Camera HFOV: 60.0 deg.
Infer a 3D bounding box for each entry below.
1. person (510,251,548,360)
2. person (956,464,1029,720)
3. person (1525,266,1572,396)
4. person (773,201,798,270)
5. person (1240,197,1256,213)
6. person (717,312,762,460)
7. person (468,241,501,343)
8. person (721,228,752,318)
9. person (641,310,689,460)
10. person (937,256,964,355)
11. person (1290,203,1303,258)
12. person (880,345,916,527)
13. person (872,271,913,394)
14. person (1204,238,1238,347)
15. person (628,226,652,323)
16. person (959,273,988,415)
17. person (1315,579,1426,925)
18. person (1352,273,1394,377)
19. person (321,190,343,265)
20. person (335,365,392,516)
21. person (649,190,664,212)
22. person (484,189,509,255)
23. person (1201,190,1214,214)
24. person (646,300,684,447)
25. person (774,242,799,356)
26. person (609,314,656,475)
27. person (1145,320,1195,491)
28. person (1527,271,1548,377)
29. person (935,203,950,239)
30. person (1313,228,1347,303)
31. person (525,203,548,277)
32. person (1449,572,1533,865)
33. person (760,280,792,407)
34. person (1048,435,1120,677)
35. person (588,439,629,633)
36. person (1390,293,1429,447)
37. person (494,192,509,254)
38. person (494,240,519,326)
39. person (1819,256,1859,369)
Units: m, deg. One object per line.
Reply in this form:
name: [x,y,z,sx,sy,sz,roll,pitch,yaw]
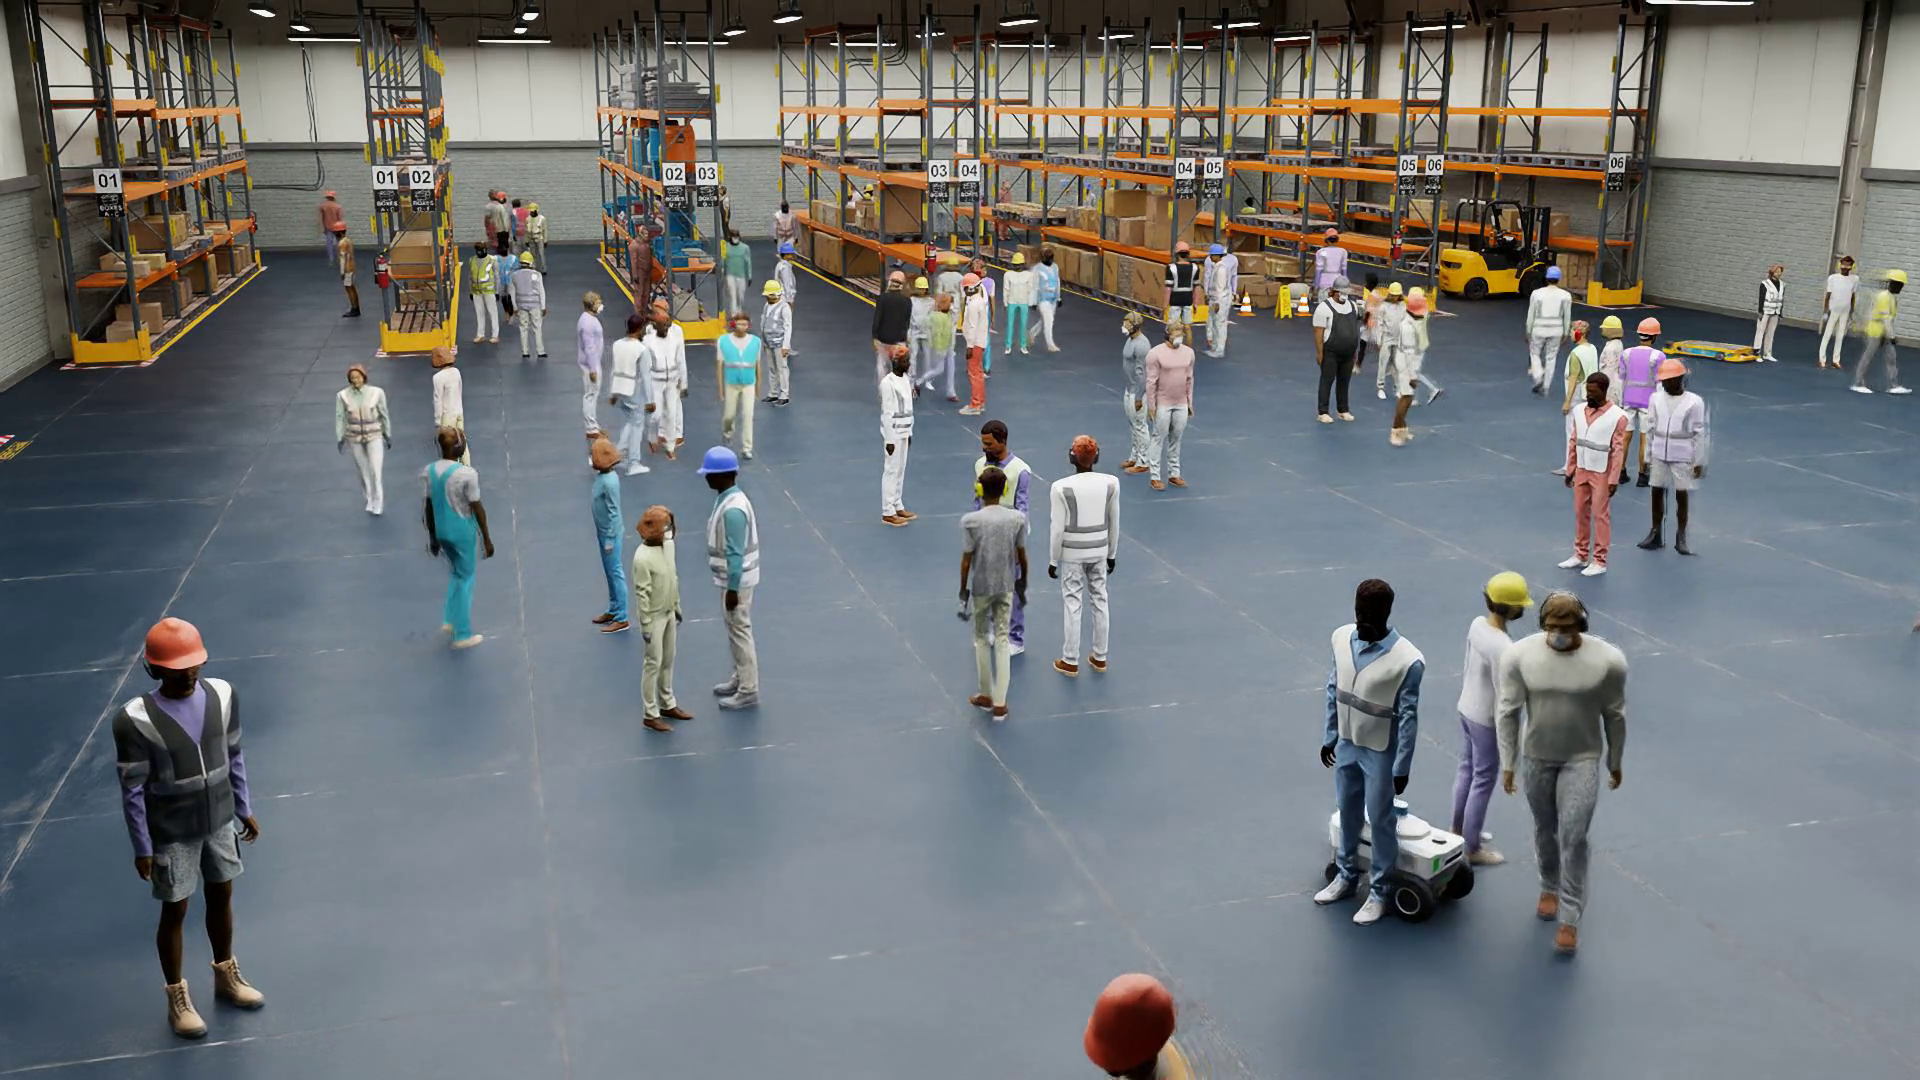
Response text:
person: [-7.336,-3.990,28.347,0.586,1.835,0.403,1,15,5]
person: [0.230,0.367,11.917,0.561,1.854,0.525,-4,16,-16]
person: [8.800,-3.123,24.887,0.649,1.932,0.443,3,15,12]
person: [-4.457,-7.764,42.579,0.632,1.828,0.557,-1,15,-5]
person: [8.019,-8.702,46.379,0.422,1.681,0.615,-12,19,-39]
person: [-2.745,-1.938,20.654,0.574,1.822,0.678,-5,16,-17]
person: [-8.675,-4.514,30.305,0.633,1.842,0.429,3,15,13]
person: [-4.437,-5.198,32.783,0.633,1.912,0.821,-5,16,-17]
person: [-3.653,-1.900,20.425,0.616,1.866,0.418,-9,17,-31]
person: [-0.103,-4.103,29.016,0.494,1.701,0.891,5,16,18]
person: [8.791,-7.858,43.056,0.349,1.761,0.528,-10,18,-32]
person: [-0.652,-1.096,17.362,0.337,1.882,0.584,5,16,17]
person: [-0.995,-2.928,24.188,0.656,1.922,0.872,-5,16,-18]
person: [4.675,-4.443,29.852,0.634,1.937,0.355,-3,15,-11]
person: [-6.317,-5.290,33.132,0.401,1.896,0.650,5,16,18]
person: [0.189,-2.770,23.481,0.409,1.981,0.626,2,15,9]
person: [2.215,1.129,8.991,0.397,1.888,0.587,-10,18,-34]
person: [6.675,-3.446,26.641,0.851,1.658,0.529,3,15,13]
person: [-16.821,-8.411,44.763,0.615,1.950,0.981,0,15,0]
person: [-6.347,-1.043,17.671,0.545,1.604,0.795,-3,15,-9]
person: [-8.353,-8.758,46.138,0.593,1.917,0.397,11,19,36]
person: [-12.411,-8.413,44.596,0.763,2.000,0.692,8,17,27]
person: [7.379,-9.588,49.272,0.609,1.921,0.754,-14,20,-42]
person: [-3.771,-2.129,21.263,0.578,1.879,0.347,8,17,28]
person: [-3.014,-4.167,28.795,0.405,1.948,0.605,-4,16,-16]
person: [-3.879,-1.713,19.668,0.656,1.894,0.450,12,19,38]
person: [2.395,-1.536,18.914,0.632,1.940,0.372,-8,17,-26]
person: [9.328,-3.466,26.657,0.323,1.689,0.546,12,19,38]
person: [-0.549,-10.368,52.755,0.503,1.628,0.279,8,17,26]
person: [6.825,-4.736,30.758,0.615,2.038,0.395,-3,15,-11]
person: [-10.607,-7.510,41.621,0.598,1.824,0.403,4,15,15]
person: [3.068,1.020,9.639,0.336,1.765,0.539,-1,15,-3]
person: [-2.675,-2.847,24.069,0.403,1.823,0.588,-12,19,-39]
person: [0.945,0.122,12.783,0.574,1.882,0.356,-6,16,-20]
person: [-2.943,-0.043,13.888,0.268,1.634,0.511,-6,16,-21]
person: [5.785,-2.193,21.327,0.371,1.993,0.731,6,16,20]
person: [-11.930,-8.079,43.425,0.379,1.996,0.611,-11,18,-36]
person: [-8.960,-5.102,32.852,0.539,1.682,0.758,-2,15,-7]
person: [14.451,-3.730,27.313,0.519,1.865,0.335,1,15,2]
